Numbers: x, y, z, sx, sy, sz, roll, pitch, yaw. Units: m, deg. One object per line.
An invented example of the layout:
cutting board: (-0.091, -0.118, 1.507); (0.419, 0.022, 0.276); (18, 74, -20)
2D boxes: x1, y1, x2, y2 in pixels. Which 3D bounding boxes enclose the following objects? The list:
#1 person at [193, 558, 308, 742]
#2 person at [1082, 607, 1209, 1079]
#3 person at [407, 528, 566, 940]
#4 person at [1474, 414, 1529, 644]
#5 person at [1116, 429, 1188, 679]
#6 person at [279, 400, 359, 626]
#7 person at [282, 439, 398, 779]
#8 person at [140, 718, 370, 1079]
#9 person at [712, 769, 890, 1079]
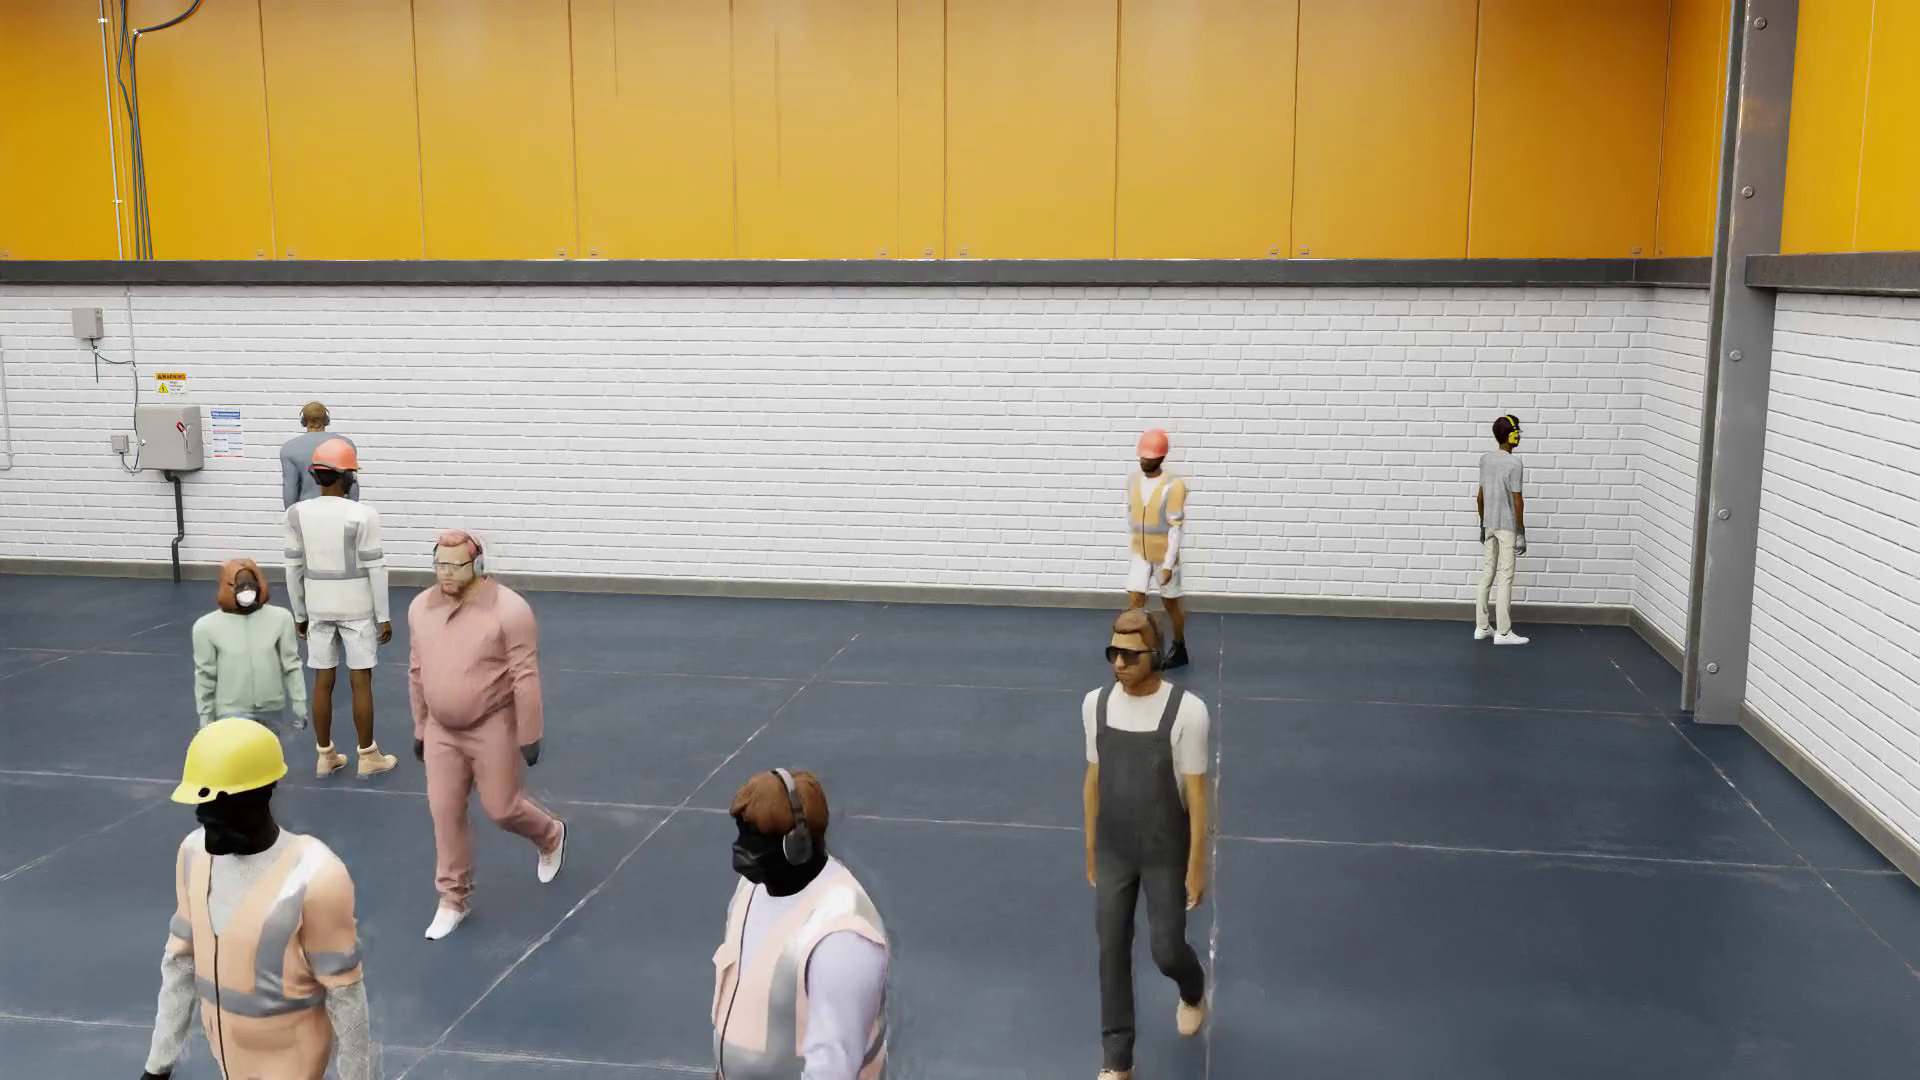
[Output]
person: (-3.644, 0.865, 8.549); (0.508, 1.596, 0.831); (-8, 12, -39)
person: (0.708, 1.130, 6.174); (0.519, 1.832, 0.665); (5, 11, 29)
person: (-2.230, 0.849, 7.779); (0.661, 1.887, 0.763); (3, 10, 16)
person: (4.424, -0.087, 13.545); (0.328, 1.876, 0.514); (-4, 10, -24)
person: (1.452, 0.098, 12.406); (0.554, 1.886, 0.934); (8, 12, 39)
person: (-5.430, -0.217, 14.154); (0.631, 1.936, 0.362); (-6, 11, -34)
person: (-3.686, 0.415, 9.933); (0.615, 2.041, 0.376); (1, 9, 7)
person: (-1.889, 1.382, 4.509); (0.592, 1.871, 1.039); (6, 11, 32)
person: (-0.512, 1.468, 4.156); (0.902, 1.802, 0.660); (-5, 11, -30)
